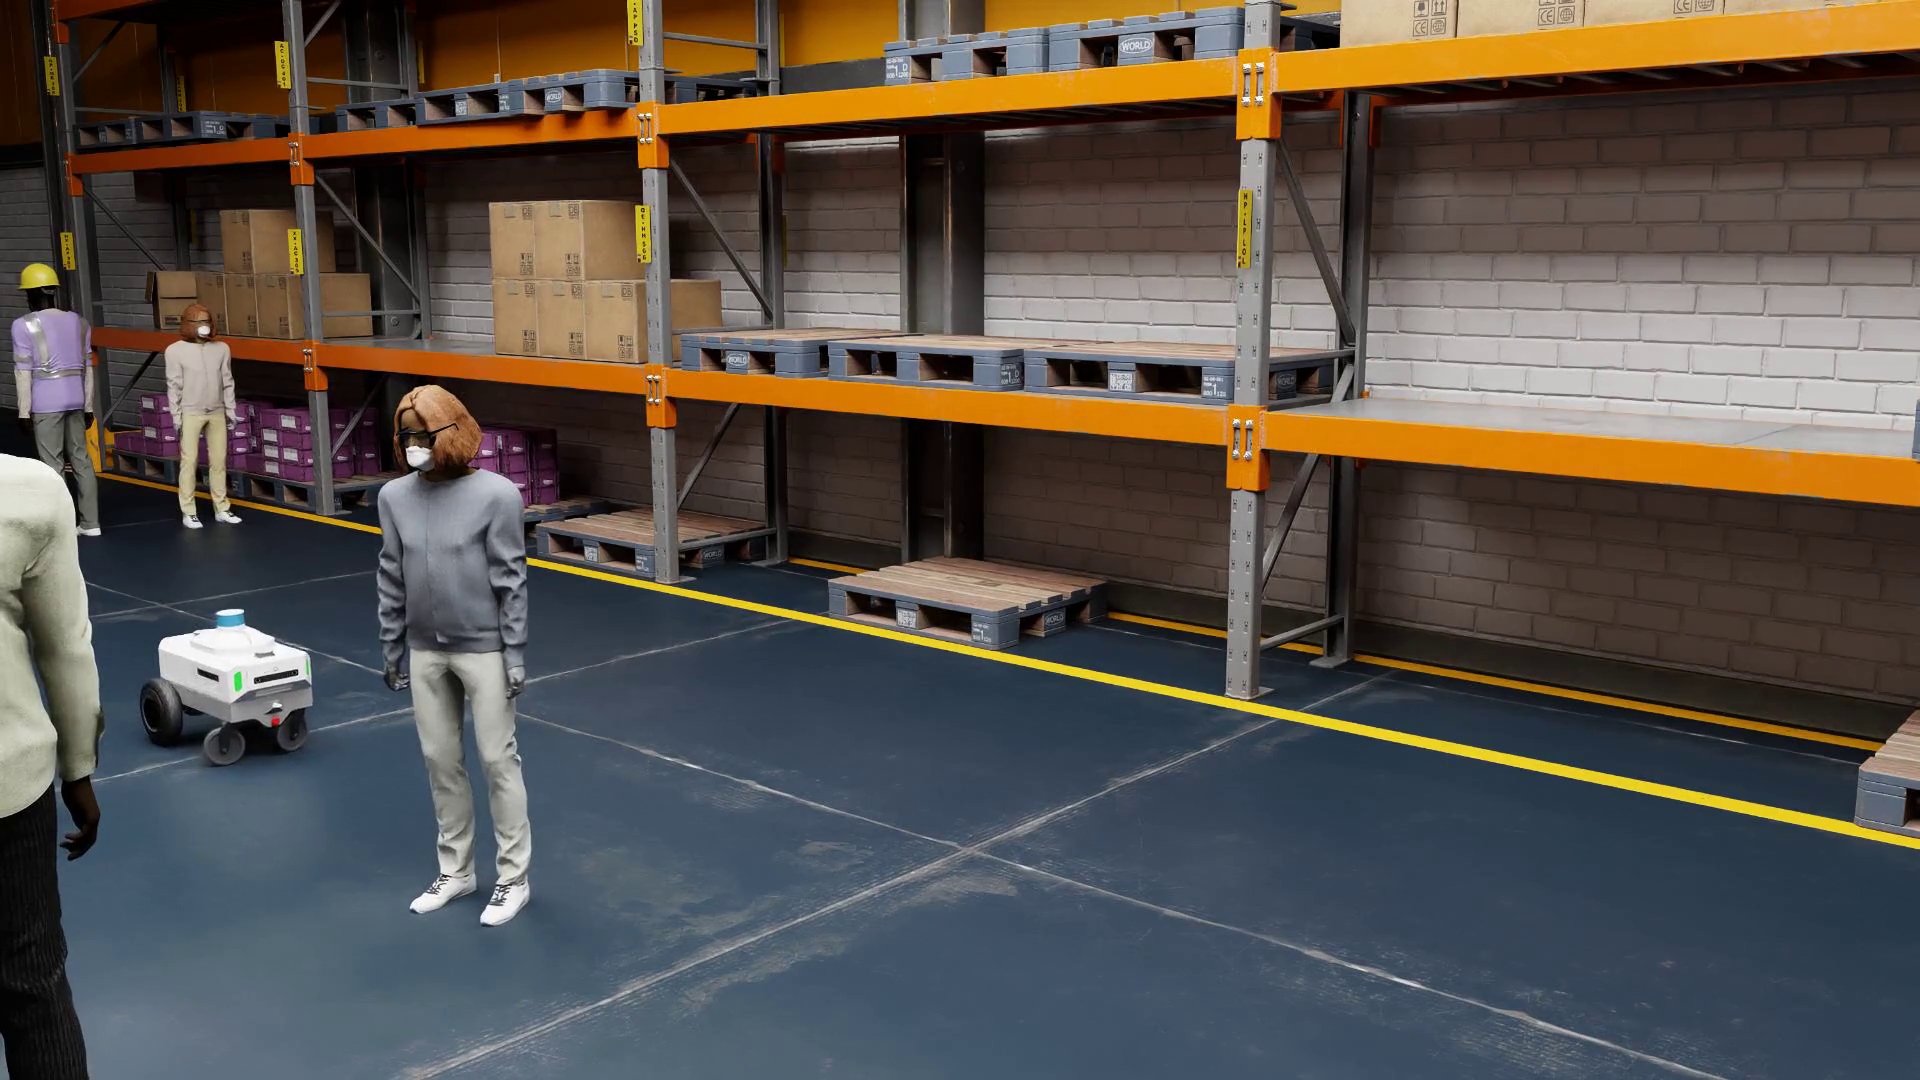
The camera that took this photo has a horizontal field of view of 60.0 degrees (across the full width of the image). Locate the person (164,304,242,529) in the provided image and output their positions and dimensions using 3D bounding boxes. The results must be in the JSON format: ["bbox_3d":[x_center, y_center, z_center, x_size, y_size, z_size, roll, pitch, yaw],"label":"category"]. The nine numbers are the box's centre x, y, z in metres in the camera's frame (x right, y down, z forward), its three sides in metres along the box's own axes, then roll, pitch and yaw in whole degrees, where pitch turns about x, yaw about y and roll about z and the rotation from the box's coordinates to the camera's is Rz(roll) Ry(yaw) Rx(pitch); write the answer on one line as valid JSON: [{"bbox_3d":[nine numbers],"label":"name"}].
[{"bbox_3d":[-5.501,-0.899,12.088,0.286,1.626,0.502,7,12,35],"label":"person"}]

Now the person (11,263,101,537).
[{"bbox_3d":[-6.260,-0.940,11.493,0.401,1.919,0.588,4,11,21],"label":"person"}]

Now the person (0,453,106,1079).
[{"bbox_3d":[-1.974,0.479,3.185,0.612,1.995,0.378,-8,13,-37],"label":"person"}]

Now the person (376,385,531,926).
[{"bbox_3d":[-1.527,0.343,5.016,0.510,1.622,0.295,3,10,16],"label":"person"}]

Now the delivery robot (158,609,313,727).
[{"bbox_3d":[-2.944,0.525,6.751,0.707,0.478,0.477,8,13,40],"label":"delivery robot"}]
